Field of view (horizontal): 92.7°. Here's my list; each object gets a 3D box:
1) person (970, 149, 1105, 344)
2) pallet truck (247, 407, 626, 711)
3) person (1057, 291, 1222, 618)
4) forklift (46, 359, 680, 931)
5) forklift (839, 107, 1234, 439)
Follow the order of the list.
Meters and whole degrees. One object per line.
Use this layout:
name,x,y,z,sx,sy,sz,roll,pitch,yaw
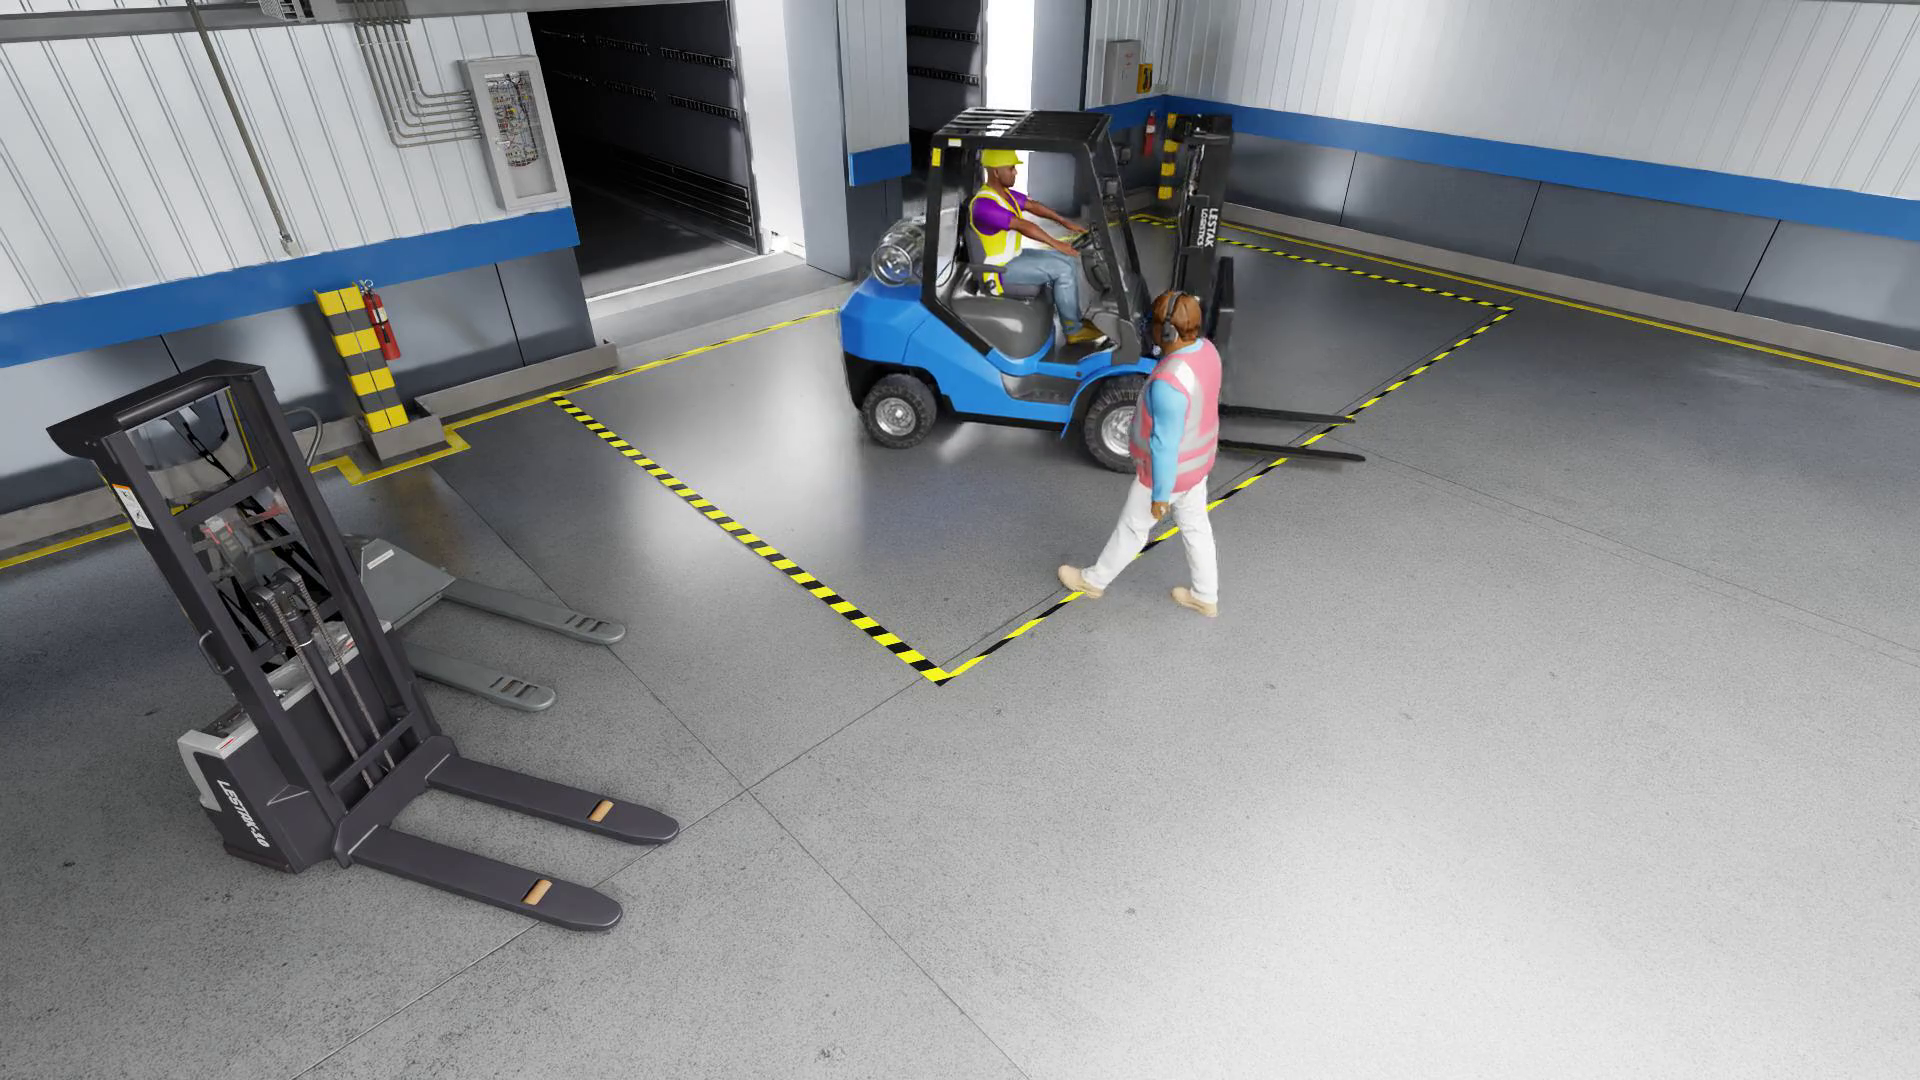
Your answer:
person,0.582,-2.016,6.290,1.002,1.294,0.635,8,35,11
pallet truck,-2.628,0.038,4.590,1.601,1.201,0.680,12,36,18
person,1.022,-0.408,4.755,0.895,1.797,0.650,20,39,26
forklift,-2.135,0.422,3.354,1.885,1.965,0.823,10,35,14
forklift,0.525,-1.873,6.413,2.680,2.036,1.157,8,35,11
